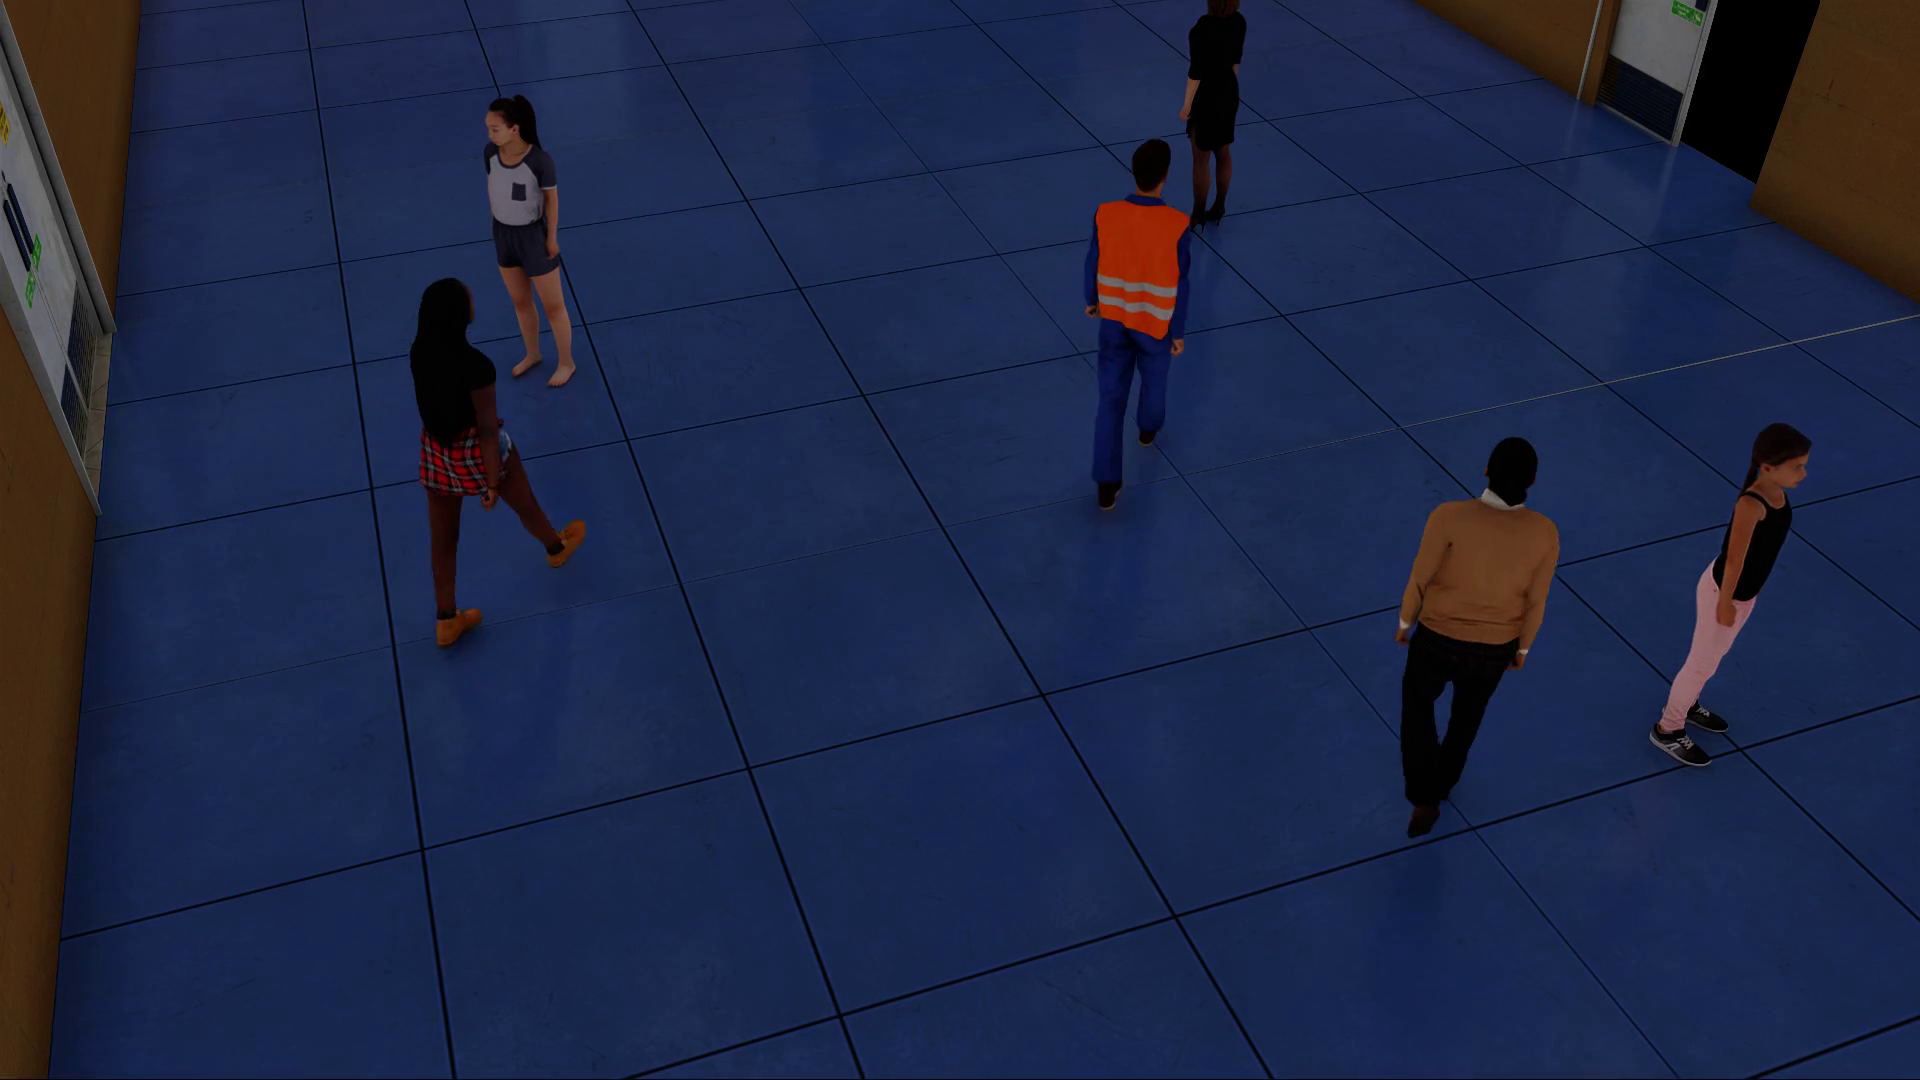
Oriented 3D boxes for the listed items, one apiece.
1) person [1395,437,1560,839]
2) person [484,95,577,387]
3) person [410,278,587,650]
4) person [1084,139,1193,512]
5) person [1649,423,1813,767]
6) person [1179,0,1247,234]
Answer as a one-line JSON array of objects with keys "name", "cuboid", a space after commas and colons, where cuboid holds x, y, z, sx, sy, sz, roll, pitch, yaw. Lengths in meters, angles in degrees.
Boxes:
[{"name": "person", "cuboid": [1.901, 0.414, 6.266, 1.000, 1.736, 0.976, 5, 37, 7]}, {"name": "person", "cuboid": [-2.357, -1.627, 9.057, 0.665, 1.651, 0.723, 16, 40, 20]}, {"name": "person", "cuboid": [-2.203, -0.277, 7.238, 1.139, 1.674, 1.157, 13, 39, 17]}, {"name": "person", "cuboid": [0.826, -1.000, 8.082, 1.244, 1.819, 1.235, 12, 38, 15]}, {"name": "person", "cuboid": [3.107, 0.202, 6.692, 0.677, 1.564, 0.584, 26, 44, 30]}, {"name": "person", "cuboid": [1.602, -2.766, 10.514, 0.529, 1.706, 0.698, -24, 43, -28]}]
